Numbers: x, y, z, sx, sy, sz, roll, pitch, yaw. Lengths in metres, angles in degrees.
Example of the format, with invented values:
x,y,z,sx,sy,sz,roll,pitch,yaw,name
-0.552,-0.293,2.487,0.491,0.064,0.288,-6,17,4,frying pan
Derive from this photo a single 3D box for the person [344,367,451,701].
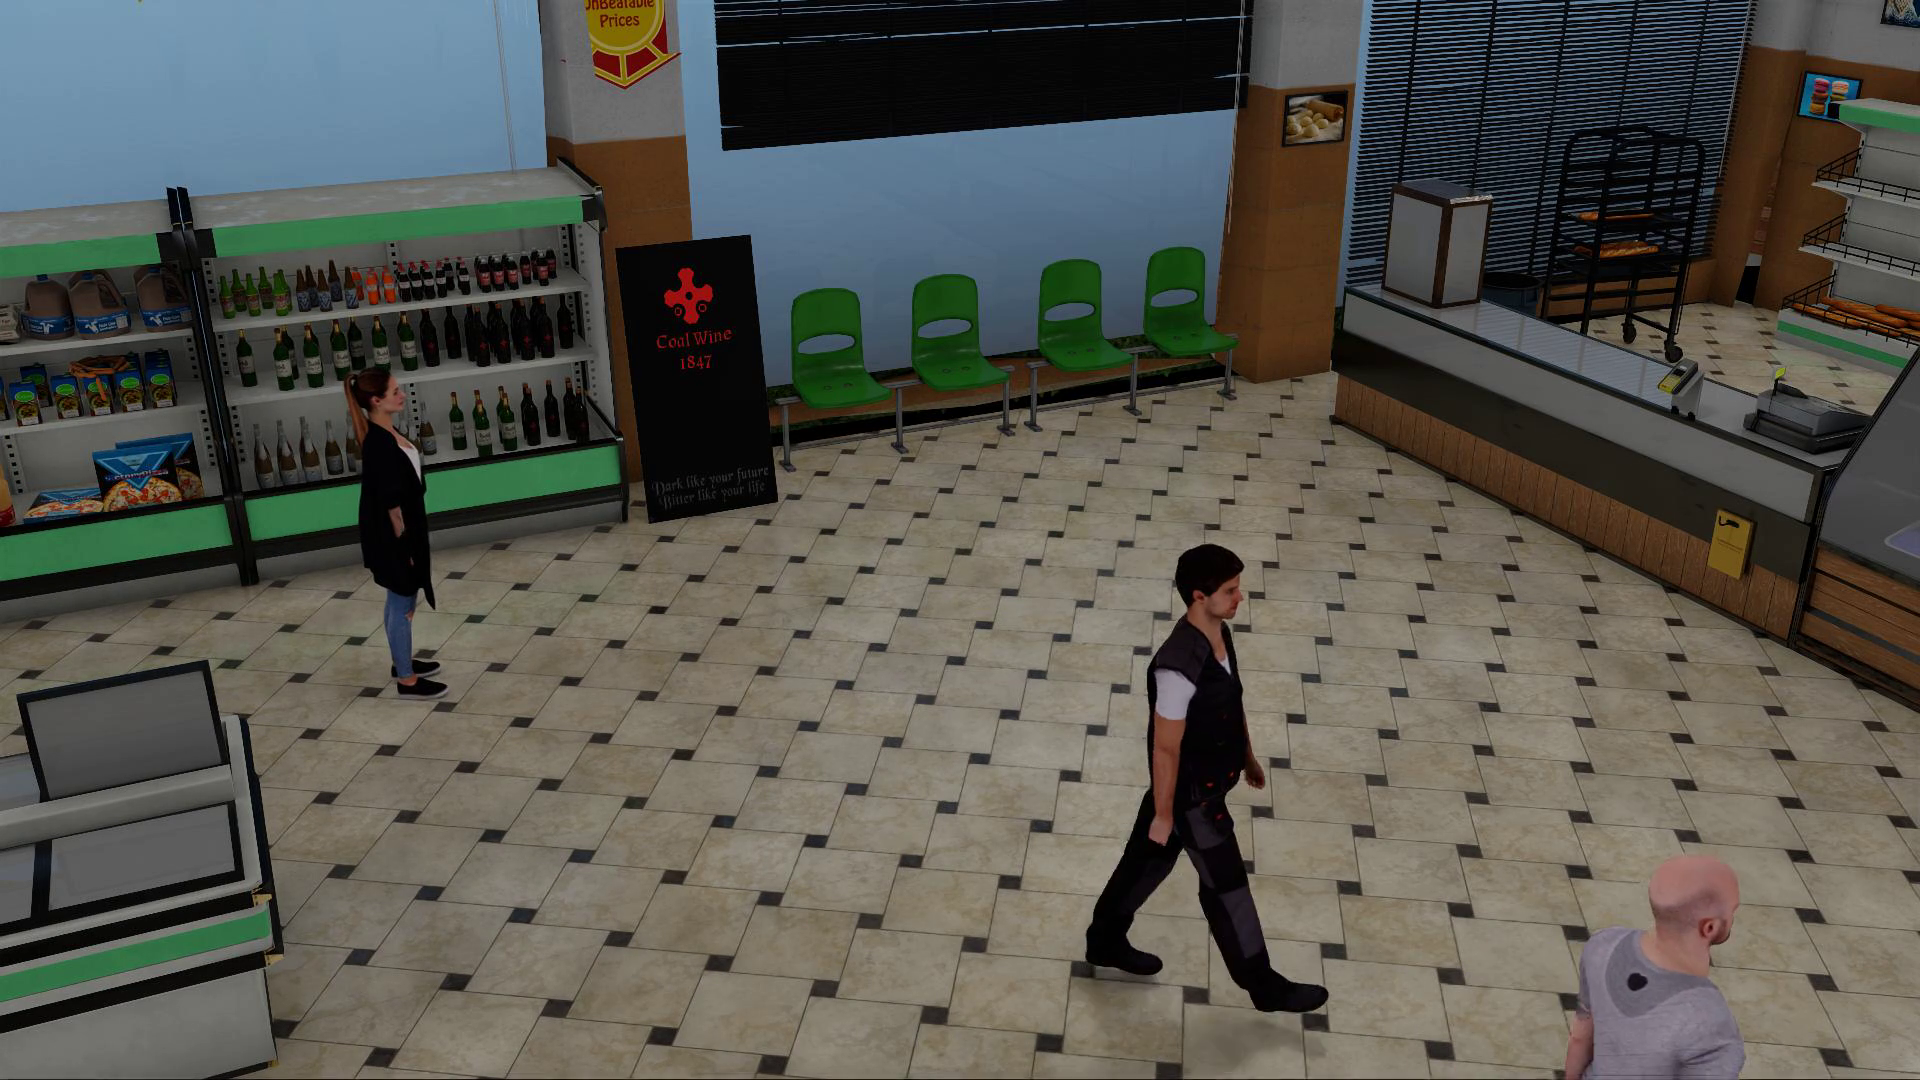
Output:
x,y,z,sx,sy,sz,roll,pitch,yaw,name
-2.755,-0.034,8.102,0.591,1.683,0.651,-8,25,-17,person

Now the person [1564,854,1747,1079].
x,y,z,sx,sy,sz,roll,pitch,yaw,name
1.644,1.596,4.208,1.098,1.819,0.771,-7,25,-16,person

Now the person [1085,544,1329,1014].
x,y,z,sx,sy,sz,roll,pitch,yaw,name
0.727,0.854,5.916,1.220,1.809,1.147,8,25,17,person
